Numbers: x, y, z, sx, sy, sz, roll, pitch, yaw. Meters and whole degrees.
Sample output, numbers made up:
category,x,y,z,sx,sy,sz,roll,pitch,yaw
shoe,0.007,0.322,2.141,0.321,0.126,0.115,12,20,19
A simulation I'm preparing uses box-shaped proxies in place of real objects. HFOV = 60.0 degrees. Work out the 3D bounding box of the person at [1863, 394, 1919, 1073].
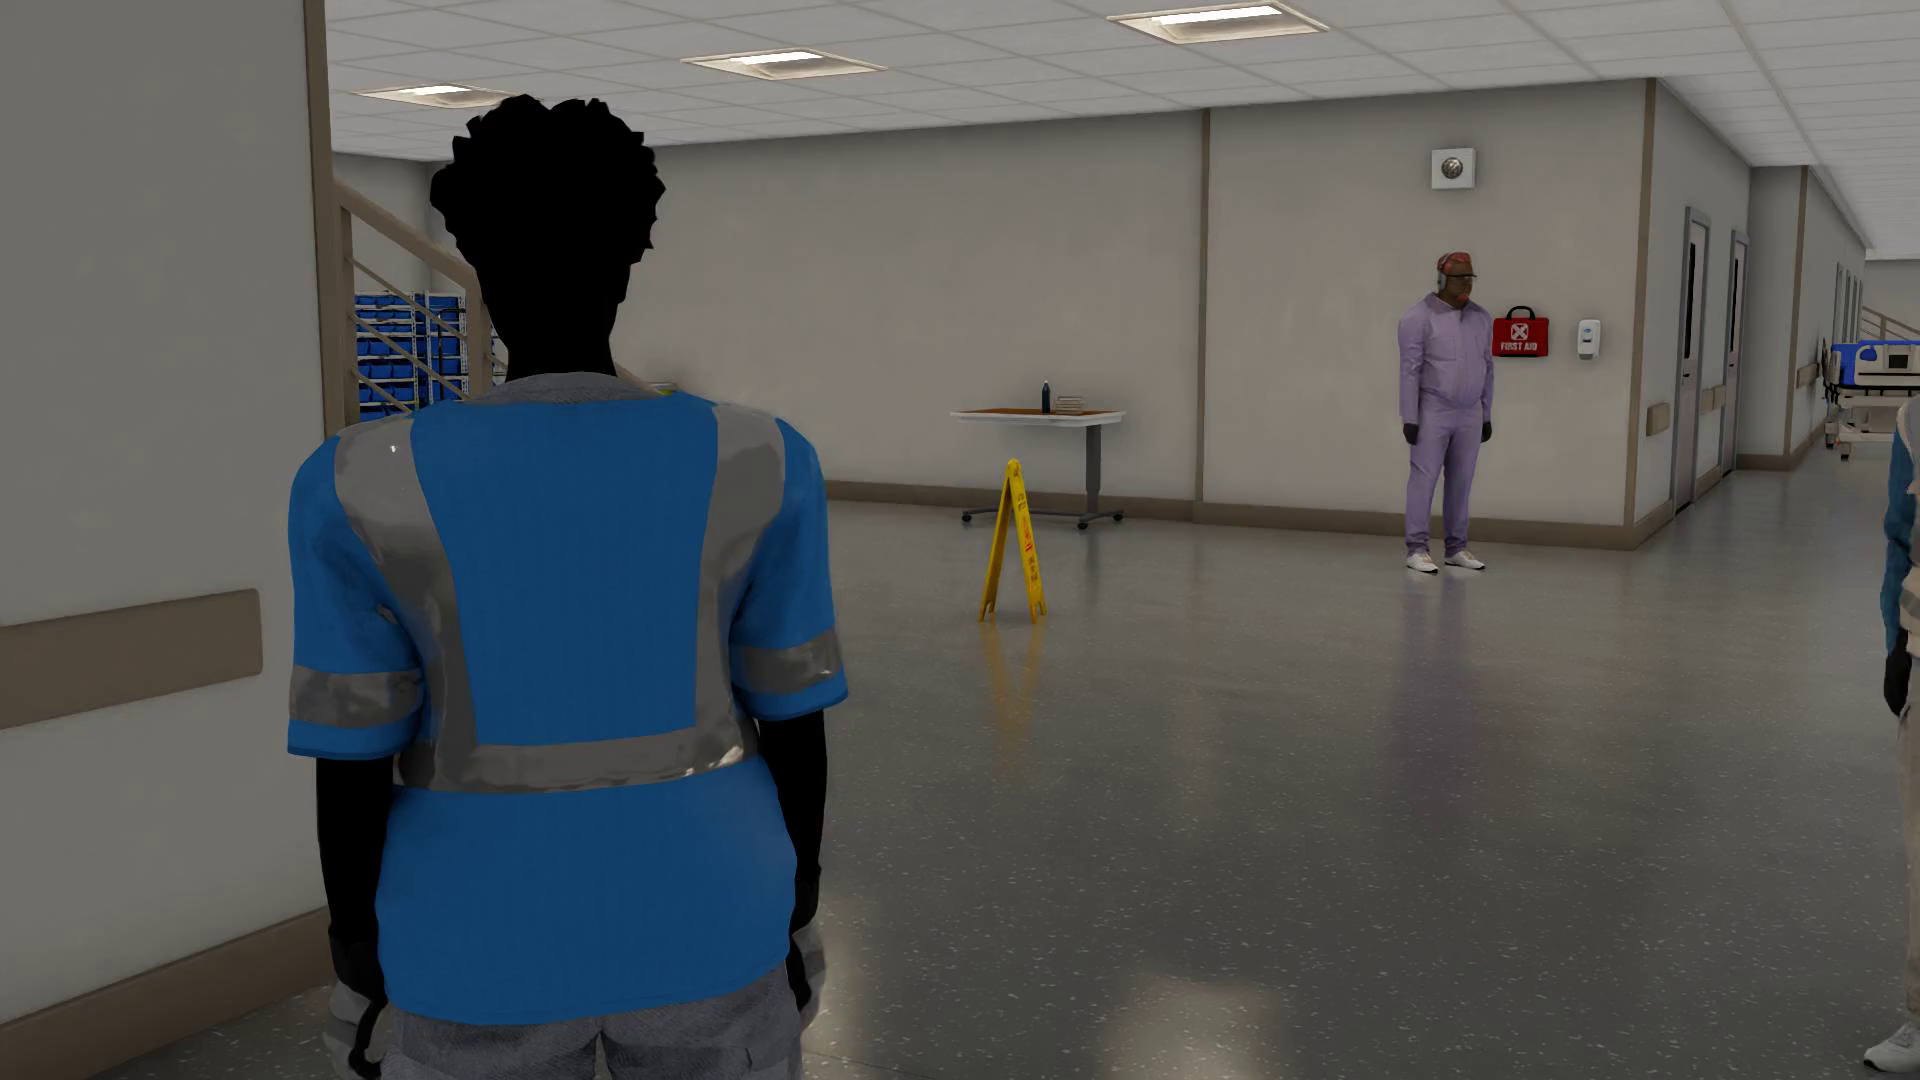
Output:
category,x,y,z,sx,sy,sz,roll,pitch,yaw
person,2.053,0.247,3.227,0.457,1.624,0.519,-3,8,-23

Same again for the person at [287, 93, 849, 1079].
category,x,y,z,sx,sy,sz,roll,pitch,yaw
person,-0.374,0.417,1.668,0.531,1.693,0.320,-2,8,-18

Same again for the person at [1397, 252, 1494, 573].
category,x,y,z,sx,sy,sz,roll,pitch,yaw
person,2.910,-0.752,9.901,0.632,1.899,0.401,-3,8,-20
